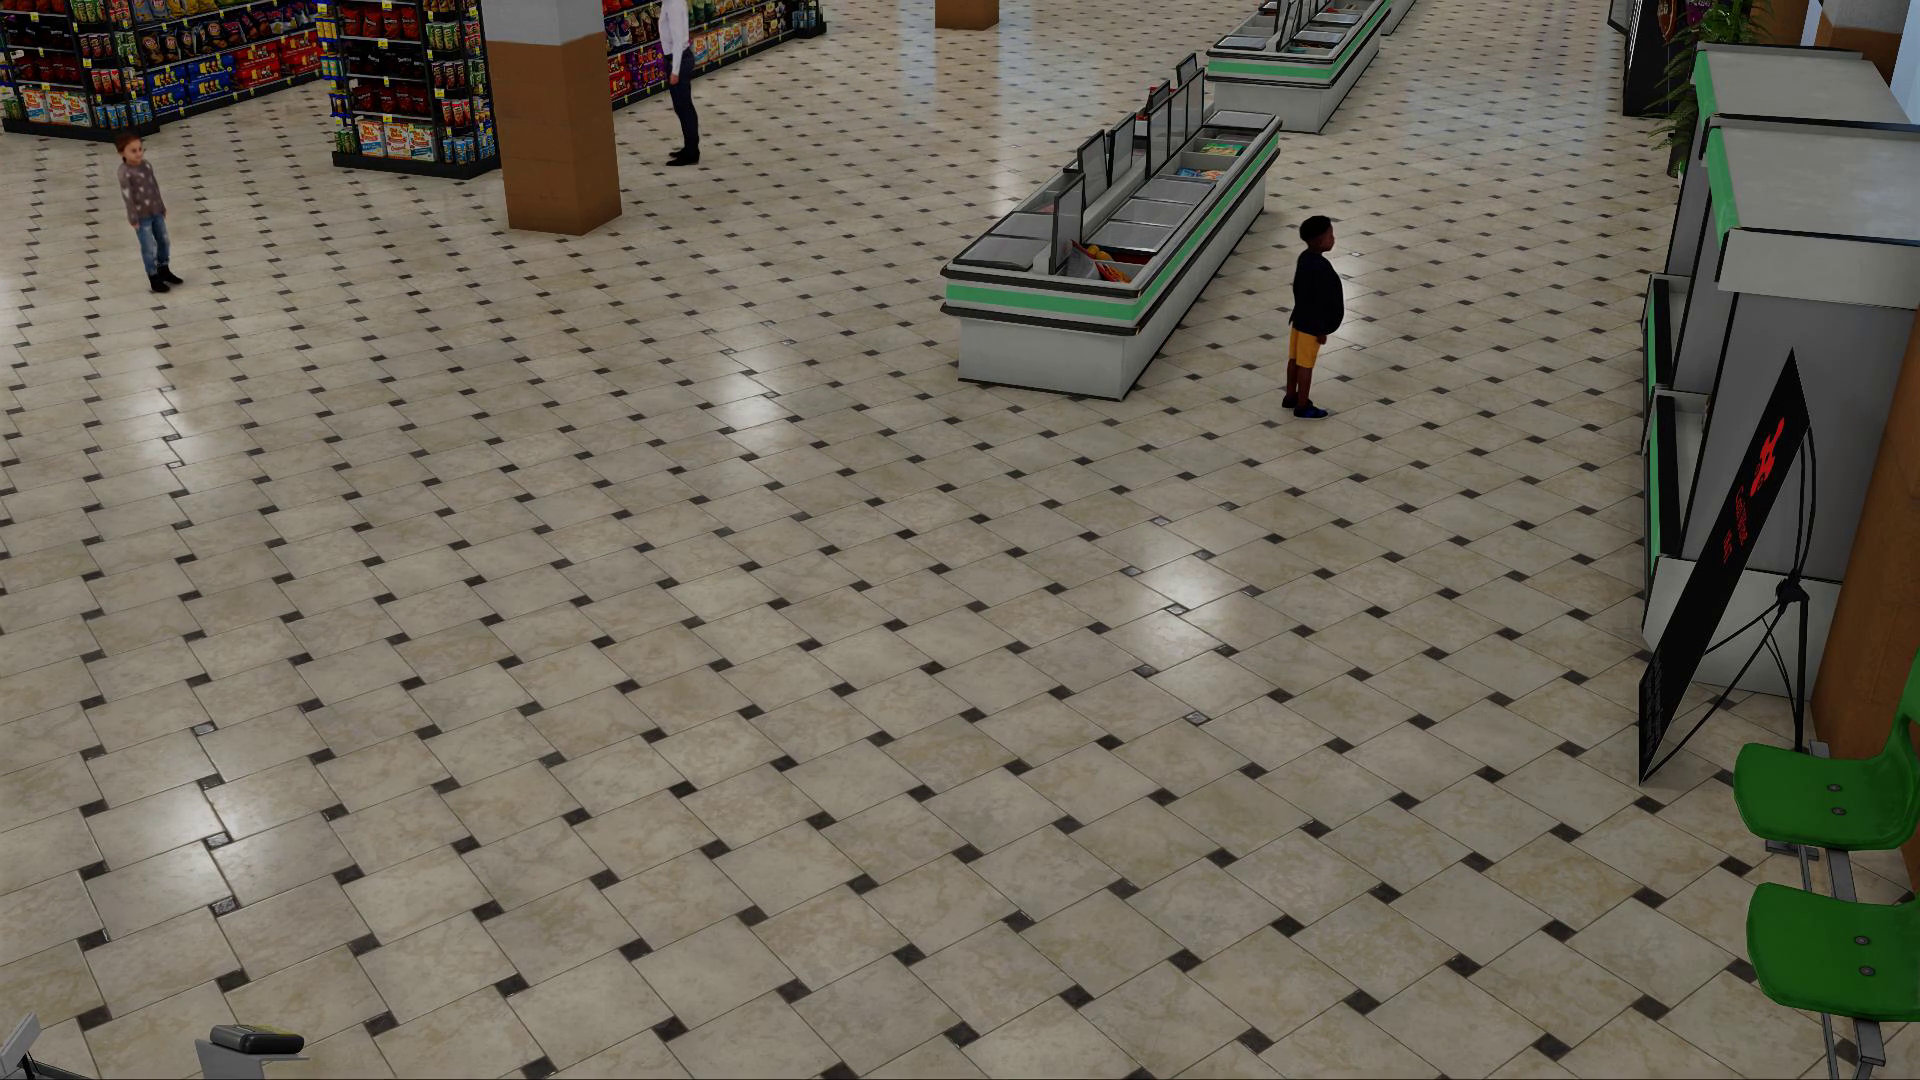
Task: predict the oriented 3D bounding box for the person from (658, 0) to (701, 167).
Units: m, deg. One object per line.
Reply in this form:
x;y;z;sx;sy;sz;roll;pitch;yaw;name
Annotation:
-2.650;-4.504;15.721;0.757;1.869;0.625;0;27;-1;person

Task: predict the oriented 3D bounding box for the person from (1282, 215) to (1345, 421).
2.140;-1.373;10.207;0.672;1.271;0.598;-6;28;-12;person

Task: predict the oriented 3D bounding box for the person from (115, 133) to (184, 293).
-6.105;-2.463;12.444;0.561;1.193;0.408;10;29;19;person
